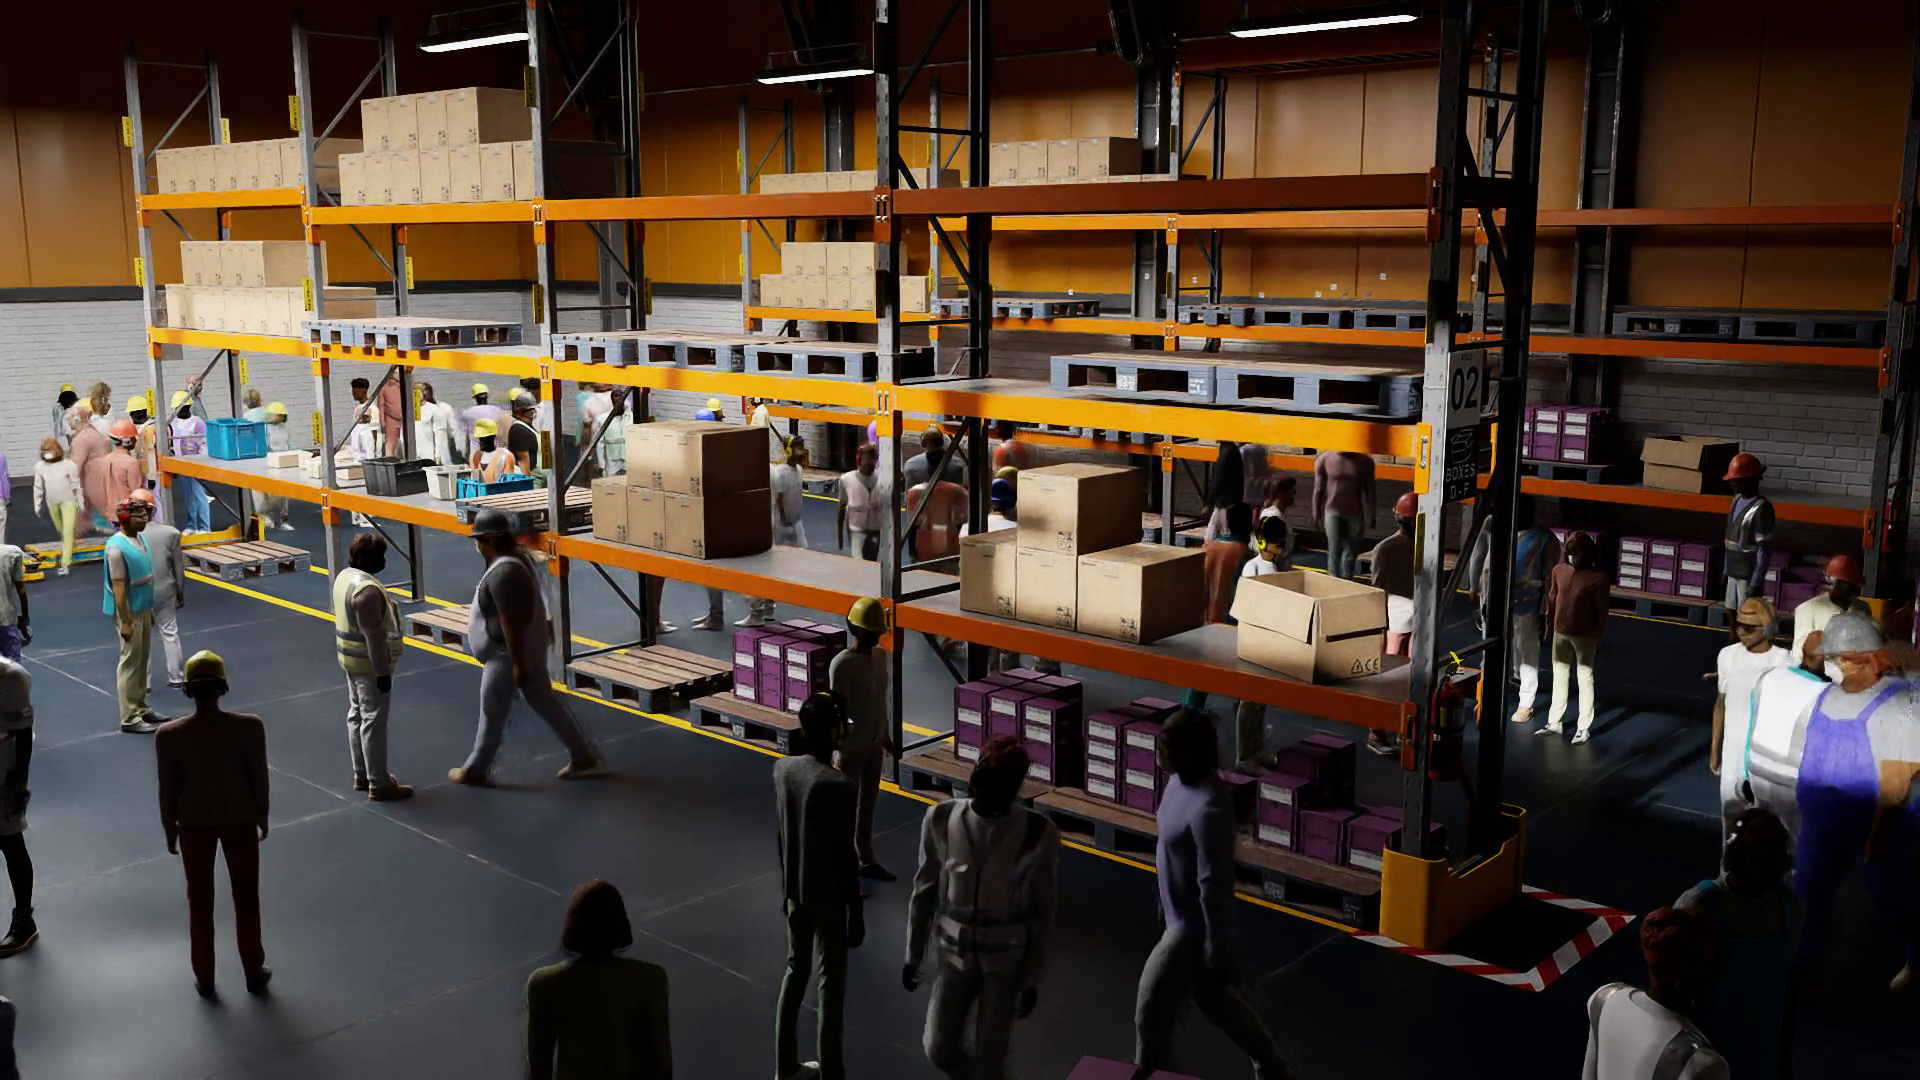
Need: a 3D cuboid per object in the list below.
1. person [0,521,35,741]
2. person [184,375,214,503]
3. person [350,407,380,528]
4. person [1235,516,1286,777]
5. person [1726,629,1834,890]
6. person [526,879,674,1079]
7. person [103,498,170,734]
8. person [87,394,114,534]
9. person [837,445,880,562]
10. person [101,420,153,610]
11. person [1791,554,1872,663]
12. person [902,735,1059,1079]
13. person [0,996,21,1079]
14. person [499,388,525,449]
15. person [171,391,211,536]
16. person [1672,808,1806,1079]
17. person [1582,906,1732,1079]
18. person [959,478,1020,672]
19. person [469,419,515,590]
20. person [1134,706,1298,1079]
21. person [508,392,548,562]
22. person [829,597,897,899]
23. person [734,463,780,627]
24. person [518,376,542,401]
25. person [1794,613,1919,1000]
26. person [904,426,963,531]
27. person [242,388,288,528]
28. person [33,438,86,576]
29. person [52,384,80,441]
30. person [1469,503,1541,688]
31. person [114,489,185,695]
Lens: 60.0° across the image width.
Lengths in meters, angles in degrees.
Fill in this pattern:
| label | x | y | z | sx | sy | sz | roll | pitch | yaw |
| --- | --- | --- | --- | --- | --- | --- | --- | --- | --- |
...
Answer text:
| label | x | y | z | sx | sy | sz | roll | pitch | yaw |
| --- | --- | --- | --- | --- | --- | --- | --- | --- | --- |
| person | -7.255 | 0.653 | 12.485 | 0.509 | 1.872 | 0.328 | -8 | 13 | -40 |
| person | -11.234 | -1.477 | 24.466 | 0.394 | 1.896 | 0.654 | -3 | 11 | -18 |
| person | -8.040 | -0.981 | 22.408 | 0.322 | 1.630 | 0.518 | -9 | 13 | -41 |
| person | 2.194 | 0.745 | 11.963 | 0.335 | 1.873 | 0.519 | 7 | 12 | 35 |
| person | 4.312 | 1.350 | 8.719 | 0.586 | 1.817 | 0.670 | -3 | 10 | -14 |
| person | -1.265 | 1.963 | 5.876 | 0.513 | 1.576 | 0.884 | -1 | 10 | -6 |
| person | -6.458 | 0.580 | 12.970 | 0.373 | 1.840 | 0.572 | -2 | 10 | -9 |
| person | -11.283 | -0.994 | 21.895 | 0.504 | 1.839 | 0.349 | 8 | 13 | 37 |
| person | -0.947 | -0.071 | 16.828 | 0.588 | 1.811 | 0.754 | -5 | 11 | -24 |
| person | -8.612 | -0.252 | 17.244 | 0.622 | 1.994 | 0.381 | 6 | 12 | 31 |
| person | 5.968 | 0.917 | 11.435 | 0.585 | 1.715 | 0.869 | -2 | 10 | -13 |
| person | 0.087 | 1.681 | 6.715 | 0.623 | 1.858 | 0.502 | 3 | 11 | 18 |
| person | -3.066 | 1.945 | 5.055 | 0.587 | 1.914 | 0.394 | 3 | 10 | 14 |
| person | -5.837 | -1.053 | 21.996 | 0.624 | 1.910 | 0.430 | 9 | 13 | 41 |
| person | -9.990 | -0.975 | 21.555 | 0.588 | 1.918 | 0.399 | 5 | 11 | 28 |
| person | 2.750 | 1.829 | 5.946 | 0.502 | 1.837 | 0.341 | -2 | 10 | -11 |
| person | 2.060 | 1.984 | 4.919 | 0.346 | 1.882 | 0.584 | -2 | 10 | -14 |
| person | 0.290 | 0.473 | 13.329 | 0.605 | 1.937 | 0.426 | 1 | 10 | 4 |
| person | -5.109 | -0.375 | 18.177 | 0.584 | 1.918 | 0.408 | 4 | 11 | 21 |
| person | 1.034 | 1.615 | 6.993 | 0.969 | 1.903 | 0.641 | 0 | 10 | -1 |
| person | -5.155 | -0.765 | 20.019 | 0.536 | 2.000 | 0.677 | -3 | 10 | -15 |
| person | -0.559 | 1.195 | 9.737 | 0.328 | 1.760 | 0.523 | 6 | 12 | 31 |
| person | -2.048 | -0.088 | 16.573 | 0.408 | 1.906 | 0.643 | 3 | 11 | 19 |
| person | -7.237 | -2.014 | 27.959 | 0.494 | 1.730 | 0.324 | 2 | 10 | 12 |
| person | 4.533 | 1.310 | 8.286 | 0.992 | 2.000 | 0.682 | -3 | 10 | -16 |
| person | -0.276 | -0.212 | 17.186 | 0.629 | 1.936 | 0.371 | -3 | 10 | -16 |
| person | -9.357 | -1.083 | 22.209 | 0.521 | 1.901 | 0.657 | 7 | 12 | 36 |
| person | -10.412 | -0.399 | 19.247 | 0.532 | 1.588 | 0.803 | 0 | 10 | -2 |
| person | -13.302 | -1.481 | 24.941 | 0.483 | 1.735 | 0.340 | -4 | 11 | -20 |
| person | 4.651 | 0.369 | 14.262 | 0.607 | 1.821 | 0.416 | -1 | 10 | -6 |
| person | -6.872 | 0.434 | 14.081 | 0.578 | 1.743 | 0.354 | -9 | 14 | -42 |
